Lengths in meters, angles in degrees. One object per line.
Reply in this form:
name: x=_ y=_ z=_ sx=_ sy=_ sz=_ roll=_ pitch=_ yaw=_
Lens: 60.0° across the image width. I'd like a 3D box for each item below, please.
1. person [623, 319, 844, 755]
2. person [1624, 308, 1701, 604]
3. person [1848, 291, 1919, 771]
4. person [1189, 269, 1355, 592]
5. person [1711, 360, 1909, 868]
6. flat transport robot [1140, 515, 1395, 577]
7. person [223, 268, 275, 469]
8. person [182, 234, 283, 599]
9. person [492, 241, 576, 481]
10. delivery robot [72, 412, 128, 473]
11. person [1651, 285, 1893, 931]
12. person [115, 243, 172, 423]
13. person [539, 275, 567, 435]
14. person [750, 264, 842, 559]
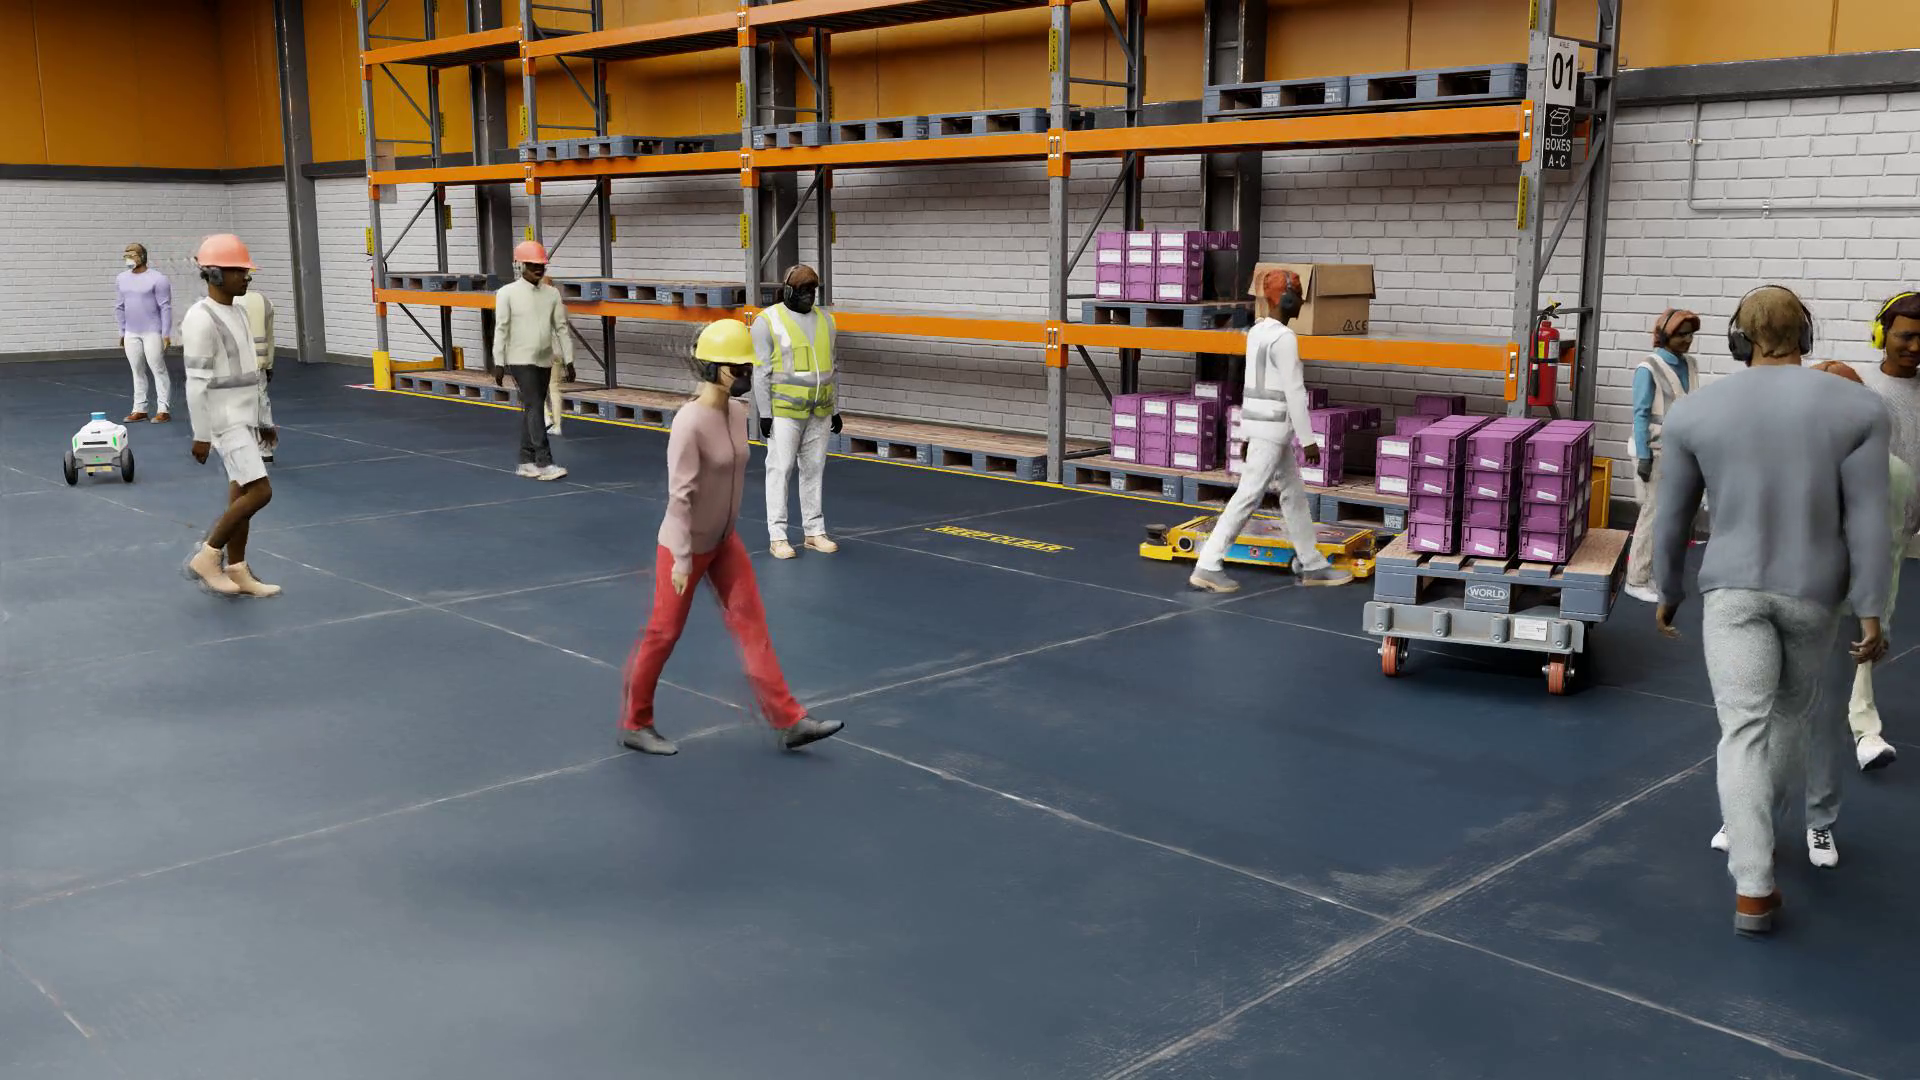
person: x=-0.921 y=0.018 z=6.369 sx=0.929 sy=1.704 sz=0.533 roll=4 pitch=11 yaw=22
person: x=3.884 y=-0.465 z=9.221 sx=0.515 sy=1.625 sz=0.350 roll=-7 pitch=13 yaw=-35
person: x=3.550 y=-0.043 z=6.419 sx=0.533 sy=1.806 sz=1.012 roll=2 pitch=11 yaw=10
person: x=1.761 y=-0.609 z=9.437 sx=0.985 sy=1.838 sz=0.584 roll=0 pitch=10 yaw=-2
person: x=2.730 y=0.237 z=5.362 sx=0.498 sy=1.633 sz=0.284 roll=7 pitch=12 yaw=32
flat transport robot: x=1.899 y=0.022 z=10.253 sx=1.431 sy=0.197 sz=0.652 roll=6 pitch=12 yaw=29
person: x=-6.229 y=-1.528 z=14.445 sx=0.404 sy=1.832 sz=0.599 roll=5 pitch=12 yaw=28
person: x=-3.979 y=-0.657 z=9.164 sx=0.422 sy=2.027 sz=0.614 roll=-1 pitch=10 yaw=-8
person: x=-3.436 y=-1.464 z=13.728 sx=0.889 sy=1.960 sz=0.653 roll=8 pitch=13 yaw=38
delivery robot: x=-7.118 y=-0.813 z=13.779 sx=0.477 sy=0.478 sz=0.707 roll=-4 pitch=11 yaw=-20
person: x=2.454 y=0.170 z=5.101 sx=0.638 sy=1.860 sz=1.028 roll=4 pitch=11 yaw=21
person: x=-8.799 y=-2.224 z=17.948 sx=0.627 sy=1.940 sz=0.376 roll=2 pitch=11 yaw=11
person: x=-4.203 y=-1.865 z=16.864 sx=0.375 sy=1.617 sz=0.521 roll=10 pitch=14 yaw=43
person: x=-1.008 y=-0.813 z=10.529 sx=0.622 sy=1.842 sz=0.429 roll=-8 pitch=13 yaw=-38
